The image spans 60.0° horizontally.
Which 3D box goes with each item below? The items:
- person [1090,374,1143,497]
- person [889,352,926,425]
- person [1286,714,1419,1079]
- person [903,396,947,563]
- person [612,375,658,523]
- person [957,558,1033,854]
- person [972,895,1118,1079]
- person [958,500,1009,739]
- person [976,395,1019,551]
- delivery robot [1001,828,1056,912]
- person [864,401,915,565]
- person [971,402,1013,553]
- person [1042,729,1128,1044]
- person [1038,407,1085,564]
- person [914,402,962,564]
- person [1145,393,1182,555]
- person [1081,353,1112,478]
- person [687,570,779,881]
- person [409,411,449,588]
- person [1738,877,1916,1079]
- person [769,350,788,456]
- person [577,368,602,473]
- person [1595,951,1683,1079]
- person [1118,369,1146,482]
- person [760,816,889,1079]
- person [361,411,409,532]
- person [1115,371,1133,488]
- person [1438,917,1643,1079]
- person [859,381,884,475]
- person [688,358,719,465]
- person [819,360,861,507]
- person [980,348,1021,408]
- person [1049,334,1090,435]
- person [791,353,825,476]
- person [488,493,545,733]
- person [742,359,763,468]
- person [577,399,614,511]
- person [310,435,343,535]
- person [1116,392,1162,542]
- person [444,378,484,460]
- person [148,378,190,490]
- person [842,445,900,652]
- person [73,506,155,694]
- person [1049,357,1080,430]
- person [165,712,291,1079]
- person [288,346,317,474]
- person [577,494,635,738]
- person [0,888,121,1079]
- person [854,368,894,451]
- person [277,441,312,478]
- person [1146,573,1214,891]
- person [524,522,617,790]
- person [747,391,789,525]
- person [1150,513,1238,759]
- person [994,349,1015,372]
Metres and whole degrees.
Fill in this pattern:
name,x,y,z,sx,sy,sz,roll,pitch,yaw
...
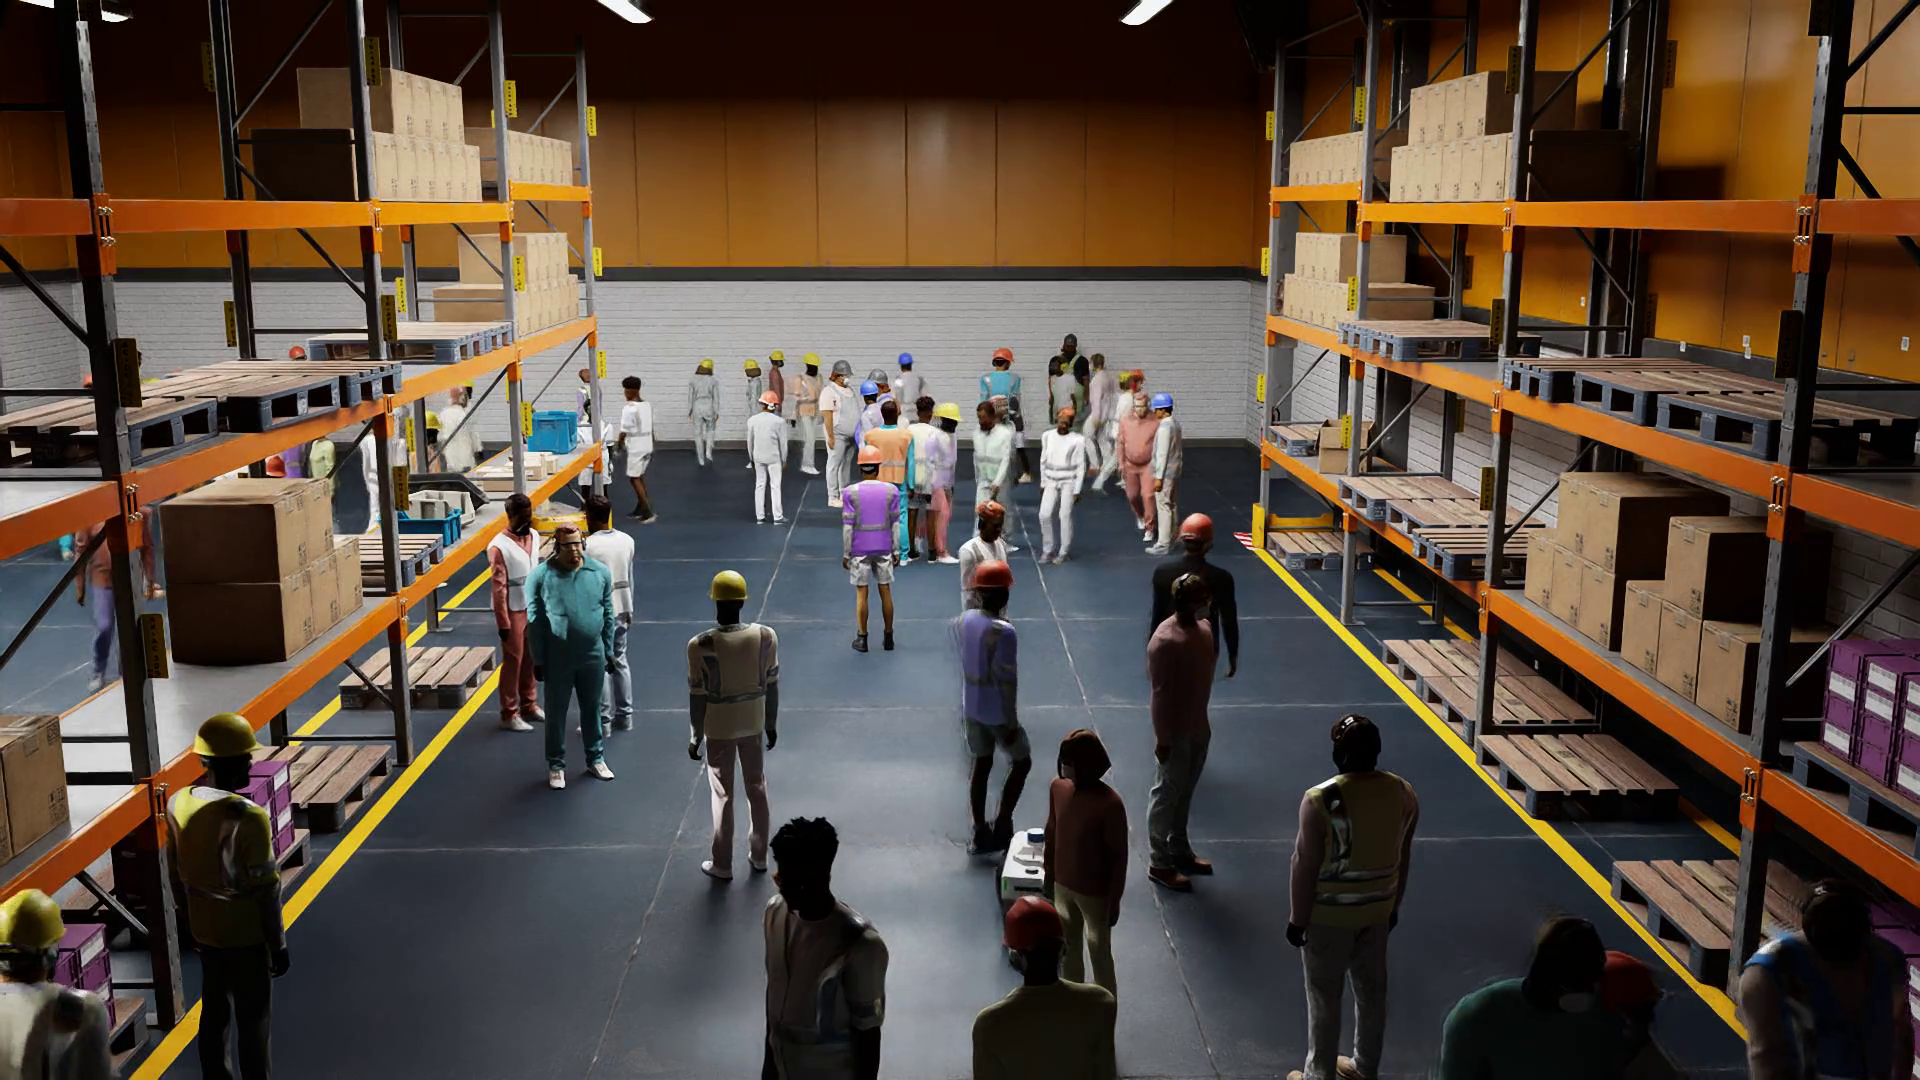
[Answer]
name,x,y,z,sx,sy,sz,roll,pitch,yaw
person,2.342,-1.467,23.668,1.004,1.784,0.596,-1,11,-5
person,-0.768,-1.892,25.421,0.624,1.920,0.728,-6,13,-28
person,1.778,1.696,7.660,0.629,1.839,0.429,-5,12,-23
person,-0.422,-0.704,19.384,0.599,1.958,0.377,4,12,17
person,-4.217,-1.189,21.857,0.681,1.945,0.620,4,12,20
person,0.232,1.061,10.602,0.447,1.920,0.554,-9,14,-38
person,0.275,2.095,5.871,0.563,1.743,0.337,-5,12,-23
person,0.206,0.619,12.915,0.355,1.887,0.573,7,13,31
person,0.473,-0.785,19.893,0.411,1.913,0.643,10,15,42
delivery robot,0.437,1.904,9.588,0.477,0.478,0.707,1,11,7
person,-0.808,-0.646,19.188,0.590,1.916,0.398,0,11,0
person,0.353,-0.690,19.559,0.586,1.848,1.013,7,13,32
person,0.595,1.706,8.103,0.264,1.632,0.507,-10,15,-41
person,1.120,-0.610,19.156,0.622,1.853,0.610,7,13,33
person,-0.275,-0.675,19.381,0.680,1.895,0.610,6,13,28
person,2.455,-0.795,19.893,0.414,1.935,0.620,4,12,20
person,2.079,-1.896,25.436,0.571,1.919,0.662,4,12,20
person,-1.397,1.134,10.228,0.594,1.926,0.366,-7,13,-31
person,-5.788,-0.445,18.147,0.381,1.924,0.593,-3,12,-13
person,3.100,2.064,5.901,0.672,1.806,0.546,-1,11,-4
person,-3.041,-2.283,27.770,0.313,1.767,0.533,-2,12,-12
person,-5.782,-1.861,25.977,0.310,1.640,0.514,7,13,31
person,2.173,2.194,5.453,0.649,1.708,0.593,2,11,10
person,2.587,-1.662,24.727,0.365,1.740,0.607,-7,13,-33
person,-0.522,1.942,6.108,0.606,1.957,0.373,11,16,43
person,-6.594,-0.574,19.037,0.592,1.849,0.964,1,11,6
person,2.470,-1.637,24.621,0.327,1.732,0.487,-4,12,-20
person,1.867,2.104,5.410,0.644,1.908,0.548,-1,11,-7
person,-1.105,-1.055,21.174,0.402,1.942,0.603,5,12,23
person,-4.131,-2.078,26.830,0.497,1.717,0.431,-1,11,-7
person,-1.607,-1.488,23.092,0.538,2.000,0.684,6,13,27
person,0.603,-1.845,24.882,0.615,2.038,0.395,0,11,0
person,1.837,-2.447,27.902,0.689,2.000,0.539,1,11,7
person,-2.271,-1.949,25.754,0.707,1.897,0.617,9,14,38
person,-3.502,0.565,13.148,0.392,1.908,0.594,4,12,17
person,-3.296,-2.019,26.531,0.320,1.738,0.486,0,11,0
person,-4.707,-0.974,21.373,0.537,1.700,0.317,-3,12,-15
person,-7.405,-0.598,19.353,0.344,1.759,0.534,-9,15,-39
person,2.302,-0.949,20.844,0.653,1.862,0.690,4,12,21
person,-6.646,-1.305,22.519,0.609,1.899,0.728,10,15,41
person,-11.541,-1.471,23.859,0.499,1.701,0.882,7,13,33
person,-0.835,0.081,15.503,0.551,1.928,0.377,-3,12,-15
person,-7.162,0.347,14.103,0.643,1.960,0.392,-11,16,-43
person,1.577,-1.977,26.152,0.833,1.809,0.566,-8,14,-35
person,-3.212,1.702,7.386,0.595,1.923,0.374,5,12,25
person,-10.246,-2.026,25.938,0.407,1.985,0.618,9,14,38
person,-2.760,0.590,13.016,0.399,1.906,0.603,6,13,29
person,-3.187,2.105,5.698,0.596,1.804,0.707,0,11,-1
person,-1.114,-1.229,21.792,0.539,2.000,0.689,-3,12,-16
person,-7.858,-0.695,19.423,0.379,1.925,0.594,8,14,36
person,1.355,1.145,10.148,0.354,1.938,0.636,8,14,33
person,-2.757,0.814,11.890,0.642,1.909,0.408,-7,13,-32
person,-2.500,-1.075,21.760,0.563,1.744,0.346,4,12,21
person,1.660,0.782,11.934,0.631,1.958,0.977,6,13,27
person,0.641,-1.936,25.478,0.391,1.986,0.608,-1,11,-3
